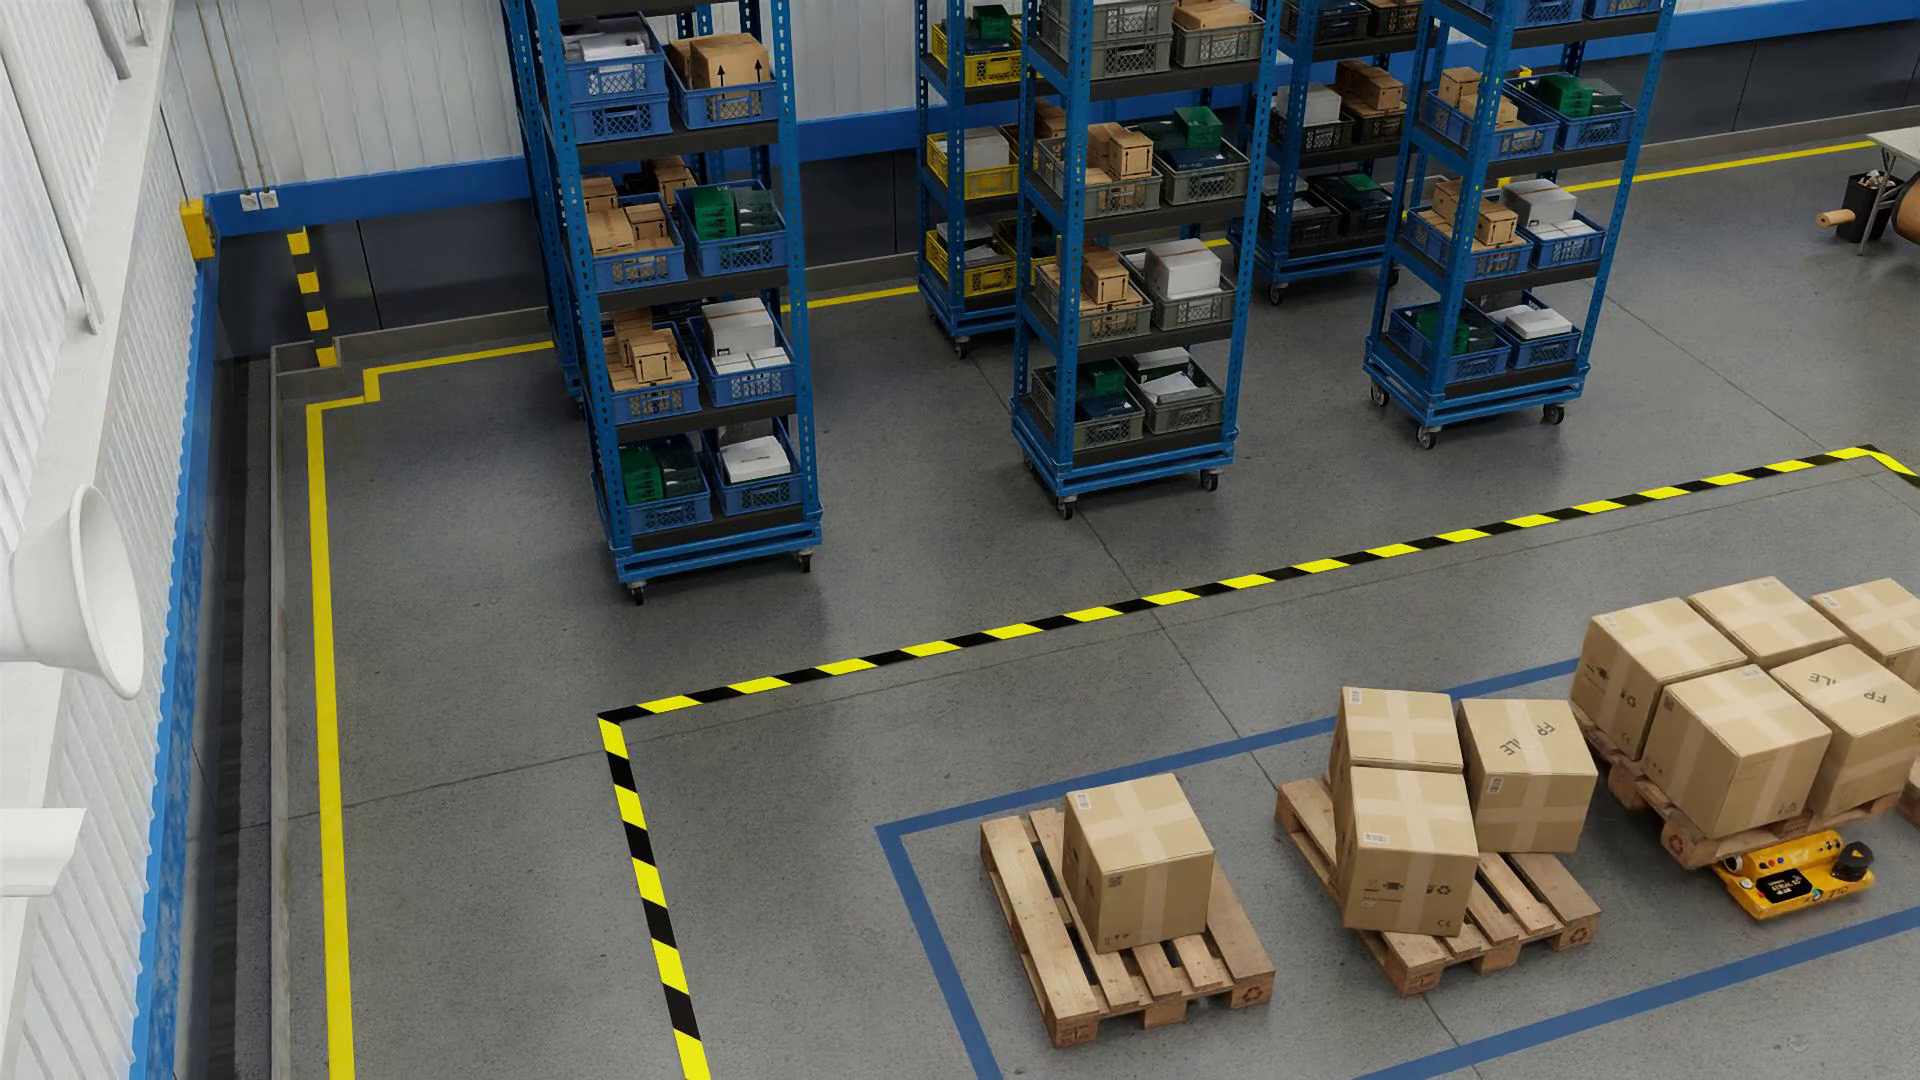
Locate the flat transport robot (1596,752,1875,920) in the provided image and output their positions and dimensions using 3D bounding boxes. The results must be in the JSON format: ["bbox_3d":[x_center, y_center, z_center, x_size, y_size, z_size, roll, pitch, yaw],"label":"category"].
[{"bbox_3d":[3.768,1.238,8.276,0.652,0.197,1.431,-11,37,-15],"label":"flat transport robot"}]
